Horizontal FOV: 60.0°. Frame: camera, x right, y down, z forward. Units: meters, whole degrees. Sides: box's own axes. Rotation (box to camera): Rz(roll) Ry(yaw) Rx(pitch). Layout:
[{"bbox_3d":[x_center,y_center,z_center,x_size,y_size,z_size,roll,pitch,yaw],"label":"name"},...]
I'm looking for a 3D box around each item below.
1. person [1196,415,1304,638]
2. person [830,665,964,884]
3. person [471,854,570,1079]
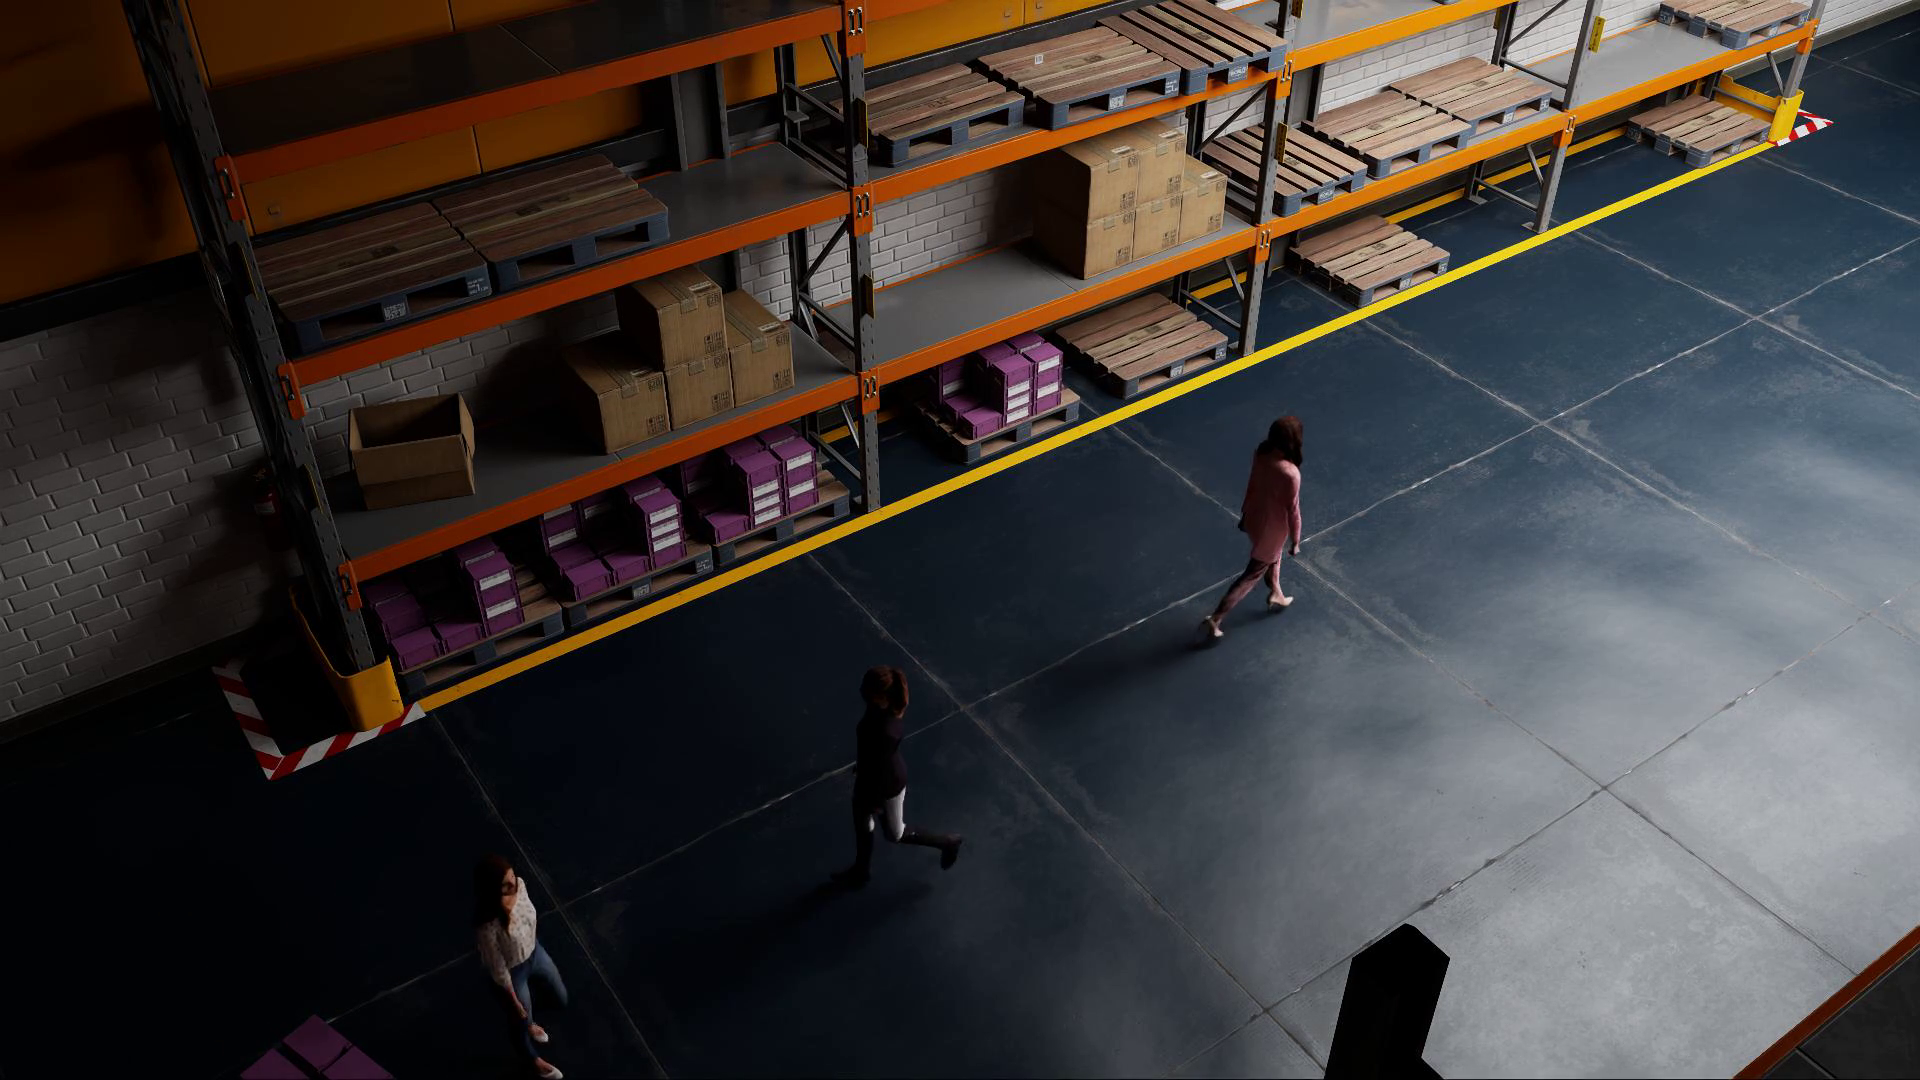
[{"bbox_3d":[2.044,-0.042,11.514,1.135,1.762,0.698,-18,42,-21],"label":"person"},{"bbox_3d":[-0.380,1.418,9.727,1.098,1.711,0.782,-9,40,-12],"label":"person"},{"bbox_3d":[-2.399,2.226,8.708,0.782,1.720,0.727,15,41,18],"label":"person"}]
